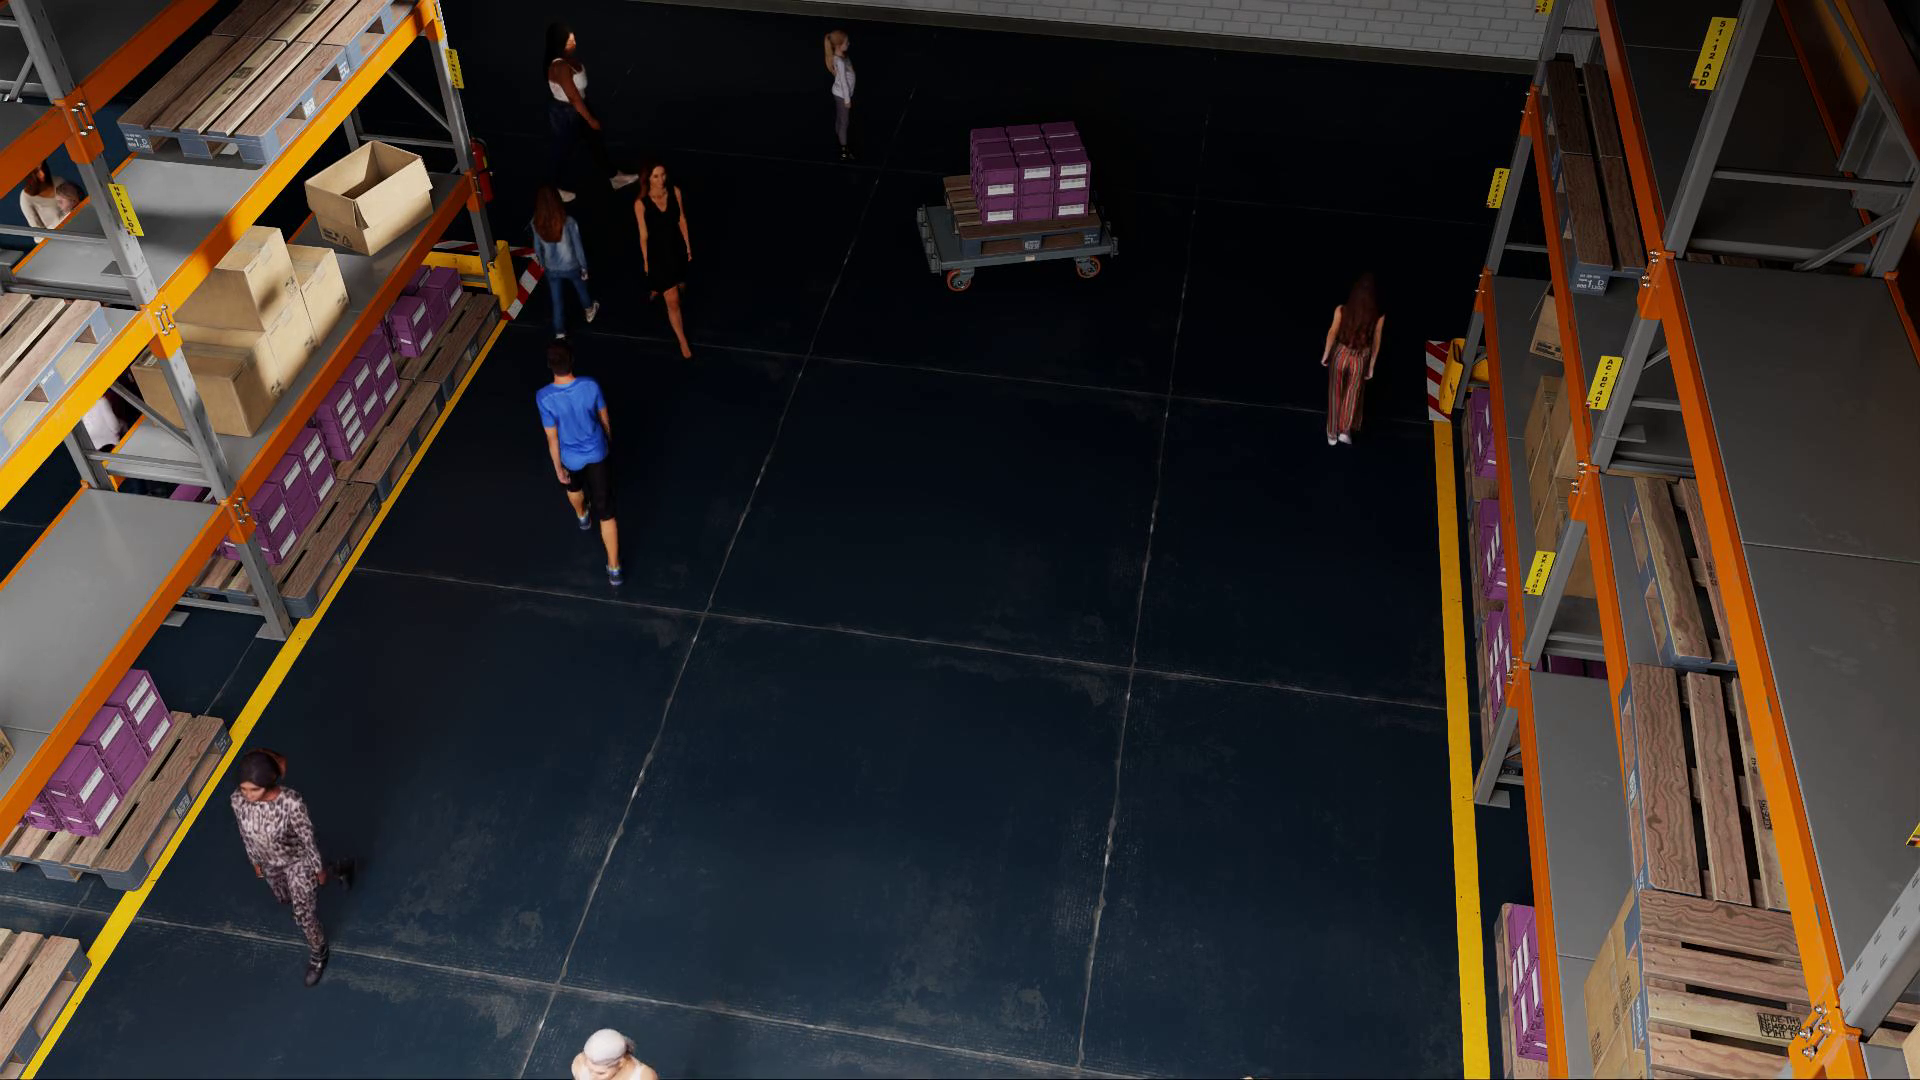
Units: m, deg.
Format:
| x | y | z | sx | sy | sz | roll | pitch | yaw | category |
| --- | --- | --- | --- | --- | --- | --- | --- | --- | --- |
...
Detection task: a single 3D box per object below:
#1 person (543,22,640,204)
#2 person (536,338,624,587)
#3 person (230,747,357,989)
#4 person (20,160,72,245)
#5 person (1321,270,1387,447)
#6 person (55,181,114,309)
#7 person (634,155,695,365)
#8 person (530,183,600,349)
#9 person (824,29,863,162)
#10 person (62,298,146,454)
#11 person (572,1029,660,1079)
| x | y | z | sx | sy | sz | roll | pitch | yaw | category |
| --- | --- | --- | --- | --- | --- | --- | --- | --- | --- |
| -3.598 | -3.768 | 14.868 | 0.925 | 1.761 | 1.139 | -5 | 44 | -5 | person |
| -2.549 | -0.500 | 11.397 | 0.994 | 1.818 | 1.315 | -11 | 45 | -12 | person |
| -3.662 | 1.713 | 9.161 | 0.617 | 1.697 | 0.972 | 9 | 44 | 10 | person |
| -7.272 | -2.420 | 13.513 | 0.730 | 1.678 | 0.576 | 18 | 47 | 18 | person |
| 2.918 | -1.301 | 12.430 | 0.544 | 1.552 | 0.668 | 7 | 44 | 7 | person |
| -6.640 | -2.111 | 13.200 | 0.950 | 1.663 | 1.187 | 28 | 50 | 26 | person |
| -2.378 | -2.276 | 13.263 | 1.005 | 1.815 | 1.047 | -27 | 50 | -26 | person |
| -3.227 | -2.143 | 13.396 | 0.664 | 1.438 | 1.011 | 2 | 44 | 2 | person |
| -1.115 | -4.211 | 15.683 | 0.617 | 1.279 | 0.529 | -8 | 44 | -8 | person |
| -6.427 | -1.247 | 12.311 | 1.079 | 1.637 | 1.233 | 33 | 53 | 30 | person |
| -1.548 | 2.742 | 8.088 | 0.690 | 1.687 | 0.885 | 12 | 45 | 12 | person |
